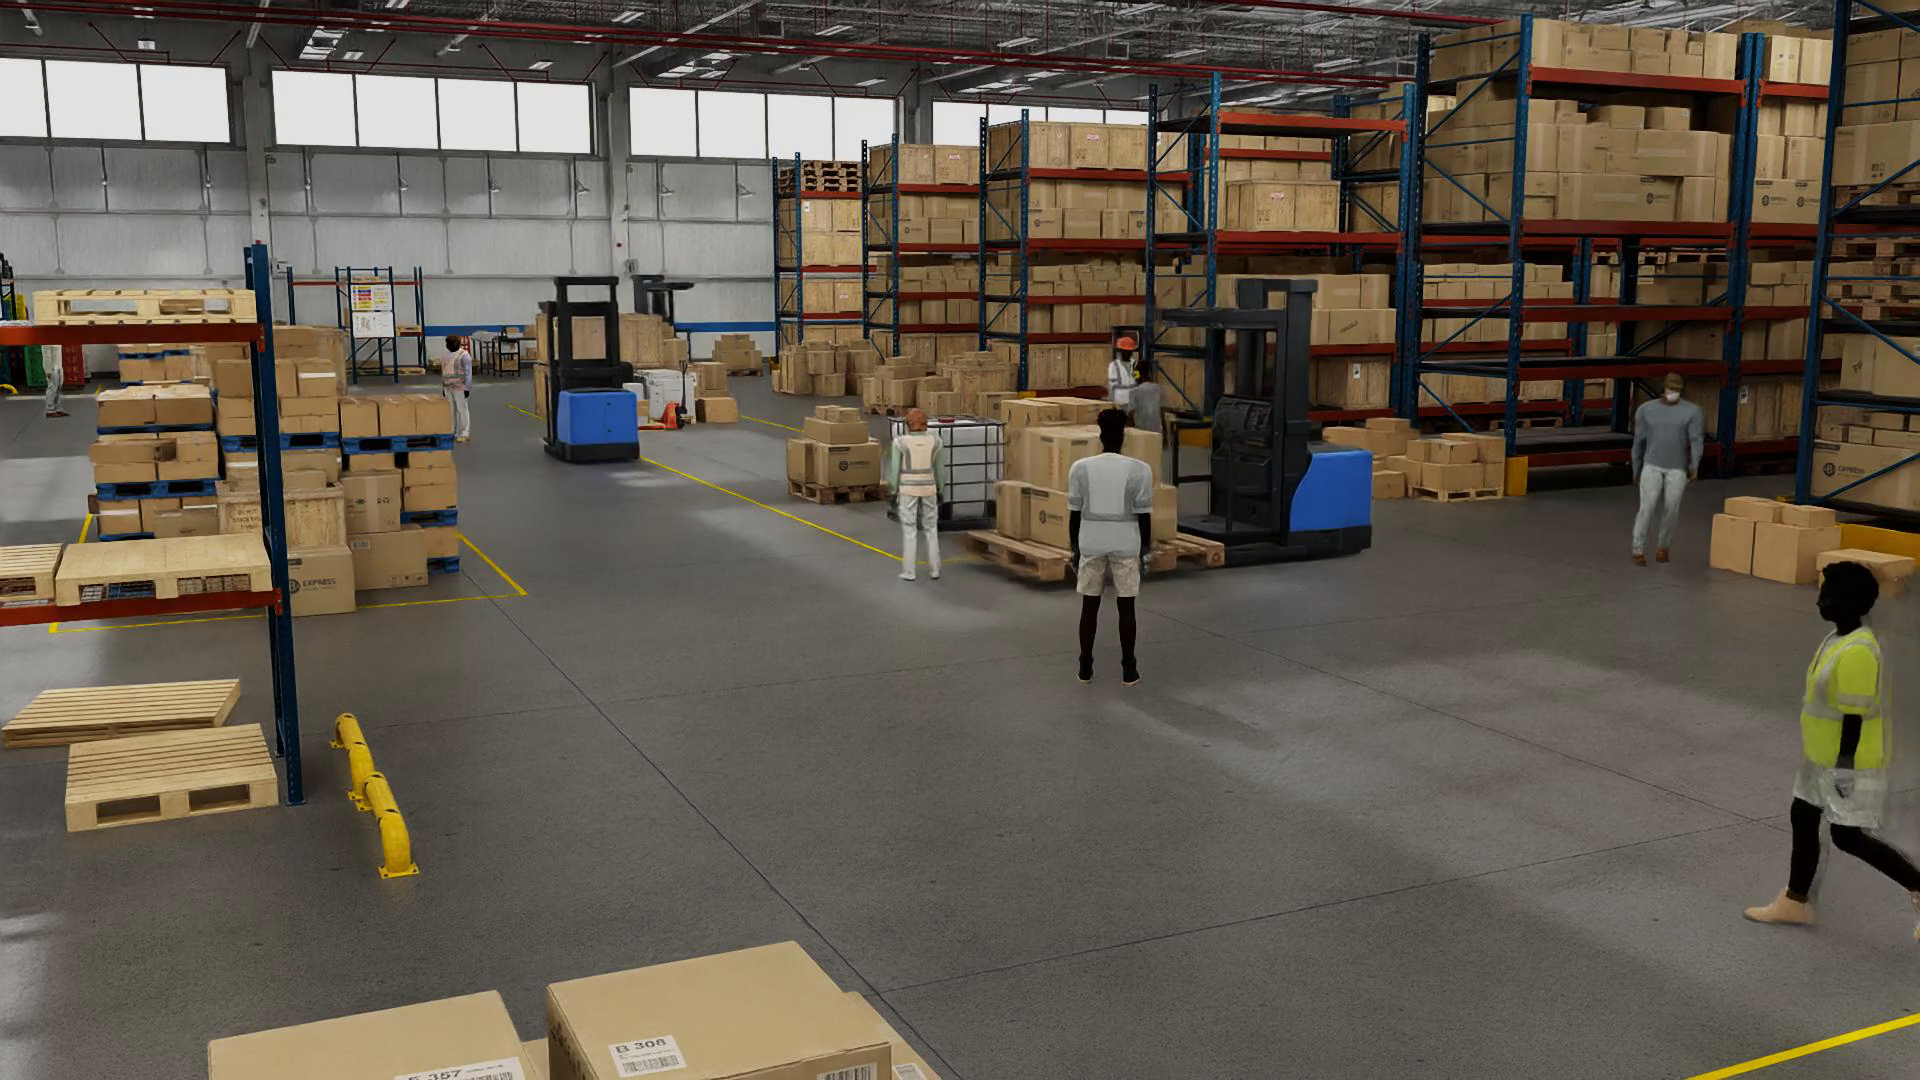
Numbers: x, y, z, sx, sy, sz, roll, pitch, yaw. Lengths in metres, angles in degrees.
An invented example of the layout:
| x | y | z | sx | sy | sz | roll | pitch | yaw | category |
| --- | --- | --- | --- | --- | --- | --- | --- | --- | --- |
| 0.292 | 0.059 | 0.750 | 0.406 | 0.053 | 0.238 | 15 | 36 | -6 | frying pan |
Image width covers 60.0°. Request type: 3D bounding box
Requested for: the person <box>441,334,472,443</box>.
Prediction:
| x | y | z | sx | sy | sz | roll | pitch | yaw | category |
| --- | --- | --- | --- | --- | --- | --- | --- | --- | --- |
| -8.578 | -2.573 | 28.261 | 0.637 | 1.842 | 0.429 | 6 | 11 | 31 | person |

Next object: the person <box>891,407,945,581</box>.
| x | y | z | sx | sy | sz | roll | pitch | yaw | category |
| --- | --- | --- | --- | --- | --- | --- | --- | --- | --- |
| -0.390 | -0.423 | 15.576 | 0.525 | 1.631 | 0.309 | -3 | 10 | -18 | person |

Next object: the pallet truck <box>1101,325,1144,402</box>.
| x | y | z | sx | sy | sz | roll | pitch | yaw | category |
| --- | --- | --- | --- | --- | --- | --- | --- | --- | --- |
| 2.881 | -2.596 | 27.923 | 0.823 | 1.965 | 1.885 | -1 | 9 | -7 | pallet truck |

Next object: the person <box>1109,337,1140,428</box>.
| x | y | z | sx | sy | sz | roll | pitch | yaw | category |
| --- | --- | --- | --- | --- | --- | --- | --- | --- | --- |
| 2.541 | -2.079 | 24.992 | 0.577 | 1.901 | 0.917 | -4 | 10 | -22 | person |

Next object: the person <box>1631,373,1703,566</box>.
| x | y | z | sx | sy | sz | roll | pitch | yaw | category |
| --- | --- | --- | --- | --- | --- | --- | --- | --- | --- |
| 6.955 | -0.698 | 16.414 | 0.638 | 1.911 | 0.655 | 3 | 10 | 18 | person |

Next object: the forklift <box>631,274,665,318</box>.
| x | y | z | sx | sy | sz | roll | pitch | yaw | category |
| --- | --- | --- | --- | --- | --- | --- | --- | --- | --- |
| -7.807 | -5.262 | 41.736 | 1.873 | 2.768 | 1.129 | 5 | 10 | 27 | forklift |

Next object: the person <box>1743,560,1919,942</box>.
| x | y | z | sx | sy | sz | roll | pitch | yaw | category |
| --- | --- | --- | --- | --- | --- | --- | --- | --- | --- |
| 3.872 | 0.918 | 7.147 | 0.739 | 1.672 | 0.539 | 3 | 10 | 19 | person |

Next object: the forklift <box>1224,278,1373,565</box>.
| x | y | z | sx | sy | sz | roll | pitch | yaw | category |
| --- | --- | --- | --- | --- | --- | --- | --- | --- | --- |
| 3.182 | -1.255 | 16.875 | 1.873 | 2.768 | 1.129 | -4 | 10 | -25 | forklift |

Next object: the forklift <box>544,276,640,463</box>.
| x | y | z | sx | sy | sz | roll | pitch | yaw | category |
| --- | --- | --- | --- | --- | --- | --- | --- | --- | --- |
| -5.707 | -2.667 | 25.633 | 1.129 | 2.768 | 1.873 | -4 | 10 | -25 | forklift |

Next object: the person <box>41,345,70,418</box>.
| x | y | z | sx | sy | sz | roll | pitch | yaw | category |
| --- | --- | --- | --- | --- | --- | --- | --- | --- | --- |
| -18.031 | -3.389 | 33.083 | 0.362 | 1.929 | 0.629 | -1 | 9 | -8 | person |

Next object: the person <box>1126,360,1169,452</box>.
| x | y | z | sx | sy | sz | roll | pitch | yaw | category |
| --- | --- | --- | --- | --- | --- | --- | --- | --- | --- |
| 2.194 | -1.261 | 20.155 | 0.535 | 1.826 | 0.890 | -6 | 11 | -32 | person |

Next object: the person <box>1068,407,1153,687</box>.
| x | y | z | sx | sy | sz | roll | pitch | yaw | category |
| --- | --- | --- | --- | --- | --- | --- | --- | --- | --- |
| 1.051 | 0.050 | 11.652 | 0.603 | 1.957 | 0.386 | 2 | 9 | 14 | person |
